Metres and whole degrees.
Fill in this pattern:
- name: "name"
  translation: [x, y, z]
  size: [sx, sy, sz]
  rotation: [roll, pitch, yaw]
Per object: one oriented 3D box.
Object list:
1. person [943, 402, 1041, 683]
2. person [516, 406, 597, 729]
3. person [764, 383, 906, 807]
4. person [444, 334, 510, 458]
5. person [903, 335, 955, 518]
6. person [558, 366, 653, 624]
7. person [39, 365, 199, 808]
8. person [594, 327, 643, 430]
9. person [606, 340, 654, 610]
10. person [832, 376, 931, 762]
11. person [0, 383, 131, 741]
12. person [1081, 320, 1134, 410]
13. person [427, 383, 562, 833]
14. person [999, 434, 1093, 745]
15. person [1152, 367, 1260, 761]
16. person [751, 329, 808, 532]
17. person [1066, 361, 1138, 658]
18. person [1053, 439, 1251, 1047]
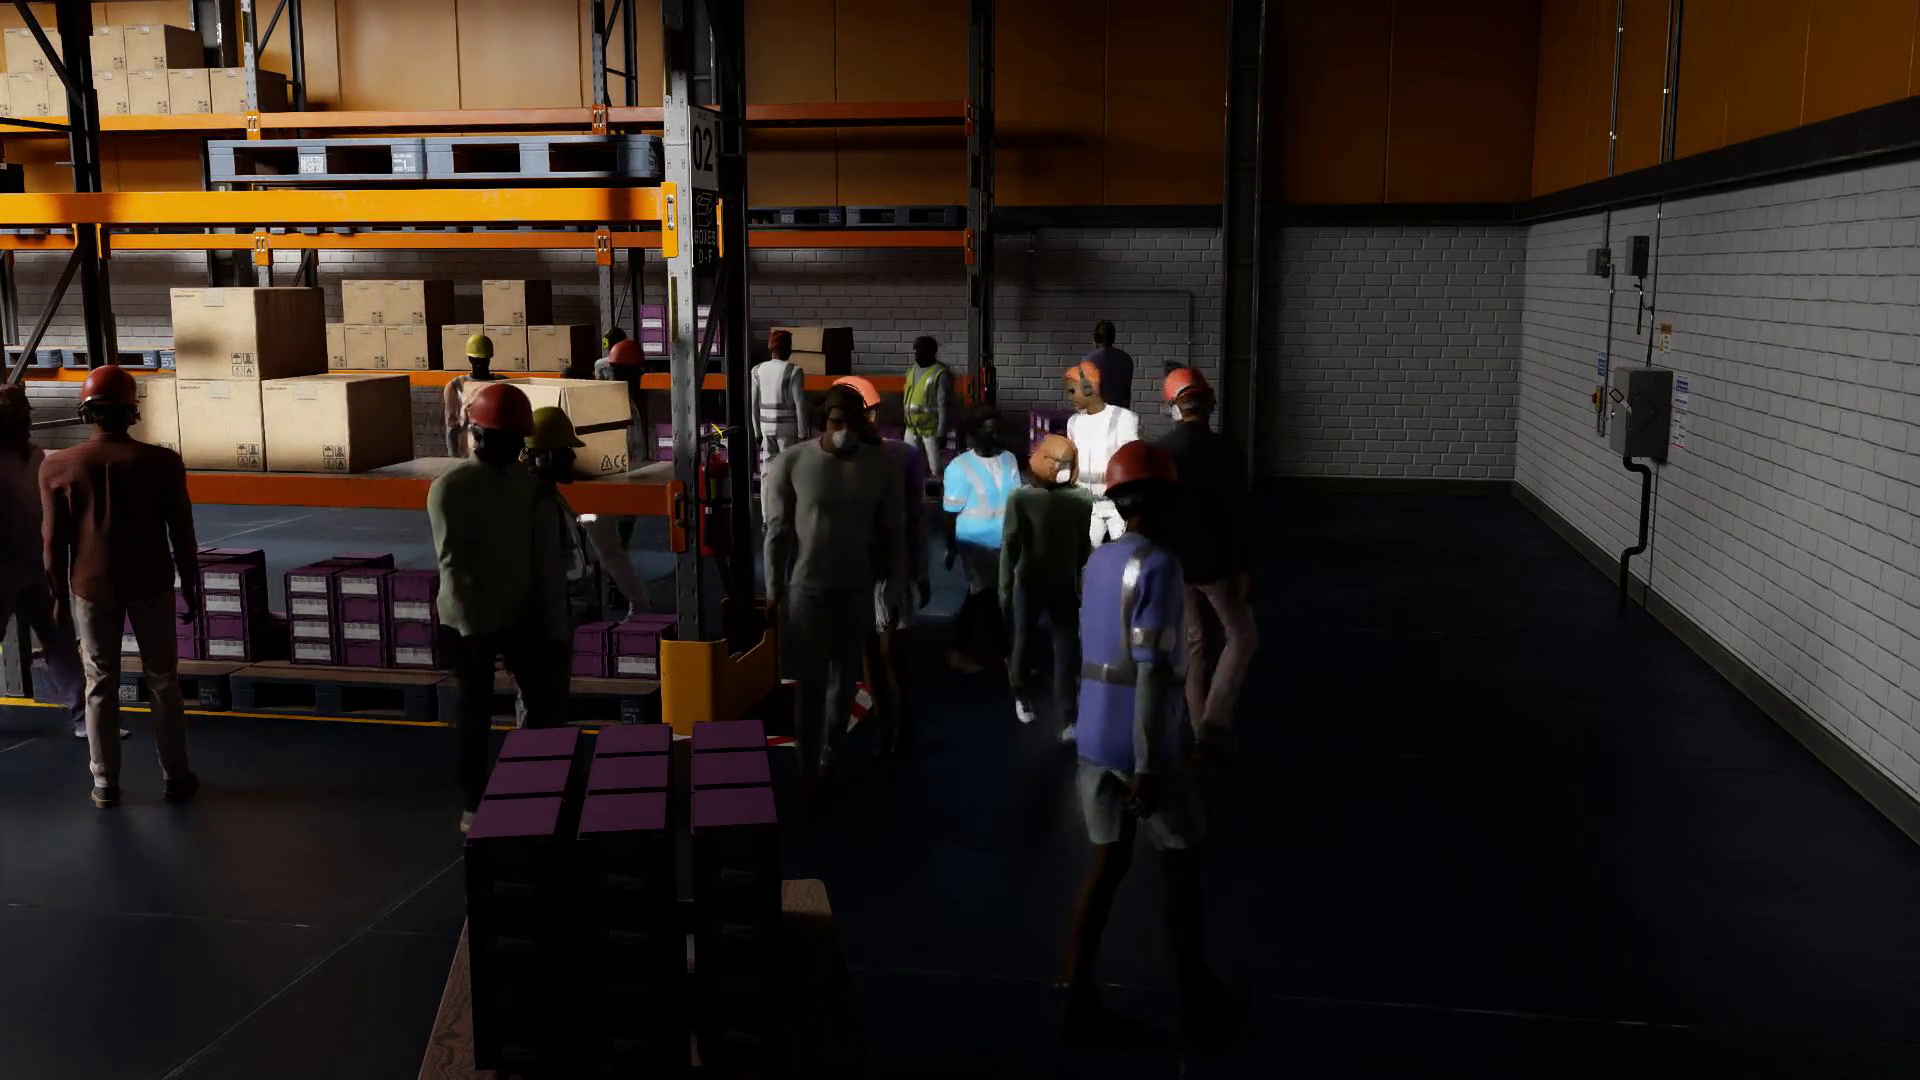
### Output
- name: "person"
  translation: [0.203, 0.031, 9.672]
  size: [0.838, 1.651, 0.541]
  rotation: [8, 12, 40]
- name: "person"
  translation: [-1.797, 0.330, 7.283]
  size: [0.404, 1.830, 0.601]
  rotation: [-4, 10, -24]
- name: "person"
  translation: [-0.547, 0.252, 7.513]
  size: [0.642, 1.909, 0.663]
  rotation: [-2, 9, -15]
- name: "person"
  translation: [-3.839, -0.701, 13.428]
  size: [0.581, 1.919, 0.398]
  rotation: [-6, 11, -31]
- name: "person"
  translation: [-0.313, -1.079, 16.106]
  size: [0.858, 1.812, 0.641]
  rotation: [-8, 12, -41]
- name: "person"
  translation: [-2.495, -0.253, 11.028]
  size: [0.964, 1.797, 0.620]
  rotation: [-4, 10, -22]
- name: "person"
  translation: [-3.774, 0.211, 7.518]
  size: [0.622, 1.994, 0.381]
  rotation: [-4, 10, -22]
- name: "person"
  translation: [-3.460, -1.217, 16.803]
  size: [0.519, 1.861, 0.317]
  rotation: [-6, 11, -34]
- name: "person"
  translation: [-2.383, -0.464, 11.912]
  size: [0.384, 1.928, 0.546]
  rotation: [-3, 10, -19]
- name: "person"
  translation: [-0.435, 0.155, 8.132]
  size: [0.571, 1.907, 0.430]
  rotation: [2, 9, 14]
- name: "person"
  translation: [-4.833, 0.131, 8.464]
  size: [1.013, 1.861, 0.651]
  rotation: [2, 9, 12]
- name: "person"
  translation: [1.416, -1.184, 16.346]
  size: [0.629, 1.940, 0.372]
  rotation: [-7, 12, -37]
- name: "person"
  translation: [-1.879, 0.331, 6.915]
  size: [0.730, 1.957, 0.617]
  rotation: [7, 11, 36]
- name: "person"
  translation: [0.447, 0.240, 8.604]
  size: [0.524, 1.575, 0.908]
  rotation: [-3, 10, -16]
- name: "person"
  translation: [1.195, 0.127, 8.210]
  size: [0.412, 1.939, 0.667]
  rotation: [-8, 12, -42]
- name: "person"
  translation: [-1.654, -0.995, 15.344]
  size: [0.585, 1.882, 0.337]
  rotation: [5, 10, 28]
- name: "person"
  translation: [0.912, -0.177, 10.334]
  size: [0.627, 1.858, 0.426]
  rotation: [8, 12, 42]
- name: "person"
  translation: [0.604, 0.635, 5.247]
  size: [0.779, 1.873, 0.629]
  rotation: [-5, 10, -27]
